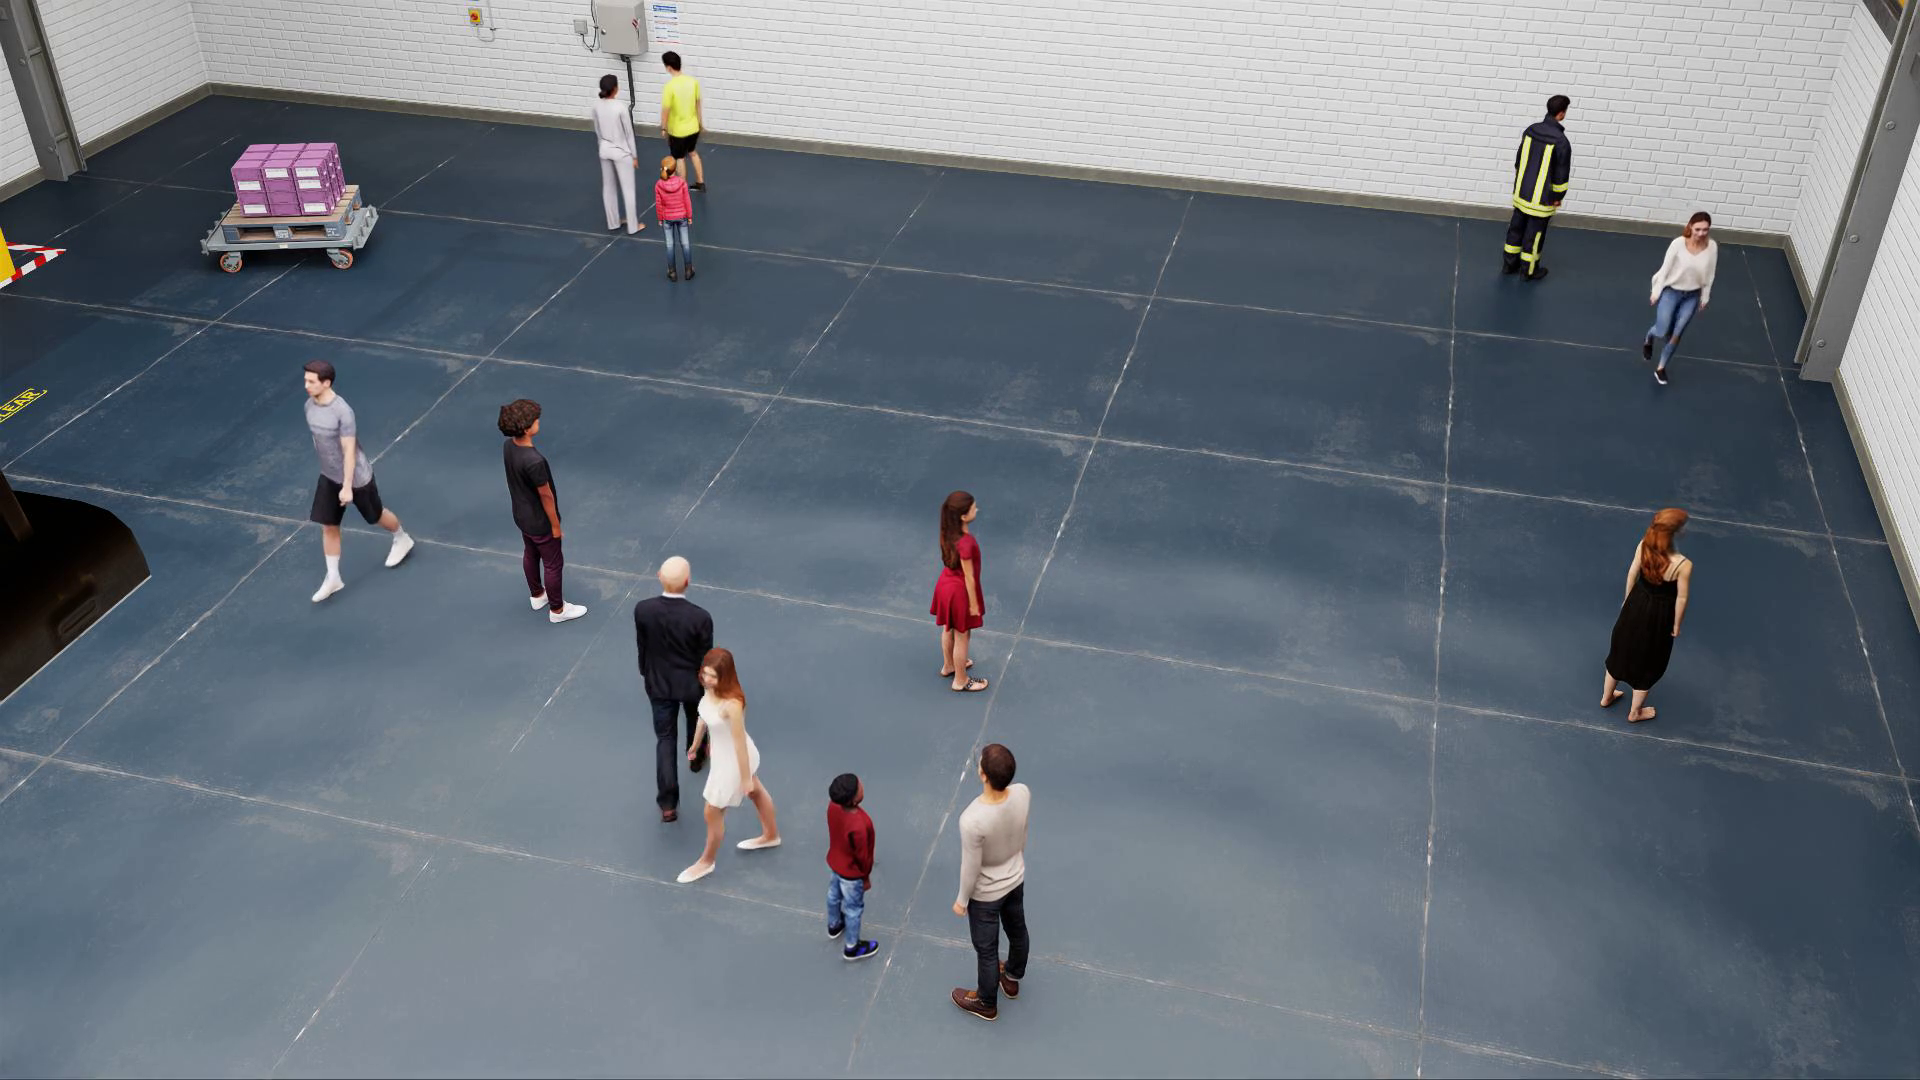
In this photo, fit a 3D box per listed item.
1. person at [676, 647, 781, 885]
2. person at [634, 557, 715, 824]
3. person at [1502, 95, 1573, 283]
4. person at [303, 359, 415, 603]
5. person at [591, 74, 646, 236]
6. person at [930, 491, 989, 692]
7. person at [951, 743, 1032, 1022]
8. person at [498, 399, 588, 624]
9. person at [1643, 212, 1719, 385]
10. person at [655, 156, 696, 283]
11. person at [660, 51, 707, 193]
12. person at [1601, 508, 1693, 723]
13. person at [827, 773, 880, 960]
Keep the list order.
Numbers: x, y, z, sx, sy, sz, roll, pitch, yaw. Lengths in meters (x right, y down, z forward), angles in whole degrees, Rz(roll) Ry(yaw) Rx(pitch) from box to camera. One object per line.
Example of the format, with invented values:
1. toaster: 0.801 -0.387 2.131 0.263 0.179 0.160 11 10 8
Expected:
1. person: -1.265 1.282 9.869 0.989 1.680 0.975 -11 35 -16
2. person: -1.770 0.942 10.295 0.883 1.774 1.243 -1 34 -1
3. person: 5.905 -3.611 17.008 0.940 1.926 0.889 -19 38 -26
4. person: -4.506 -0.517 12.430 0.801 1.840 1.225 16 37 22
5. person: -3.738 -4.191 18.053 0.650 1.734 0.586 13 36 19
6. person: -0.007 0.338 11.403 0.741 1.553 0.681 -14 36 -20
7. person: 0.189 1.827 8.878 0.804 1.868 0.685 28 43 36
8. person: -3.068 -0.219 12.033 0.739 1.784 0.721 -28 43 -35
9. person: 6.546 -2.251 15.191 0.704 1.671 0.824 3 34 5
10. person: -2.932 -3.309 17.102 0.587 1.318 0.613 -6 34 -9
11. person: -3.118 -4.661 18.801 0.704 1.689 0.807 -21 39 -29
12. person: 4.596 0.490 11.110 0.727 1.625 0.681 -23 40 -31
13. person: -0.641 1.832 9.429 0.642 1.250 0.590 -20 39 -27
